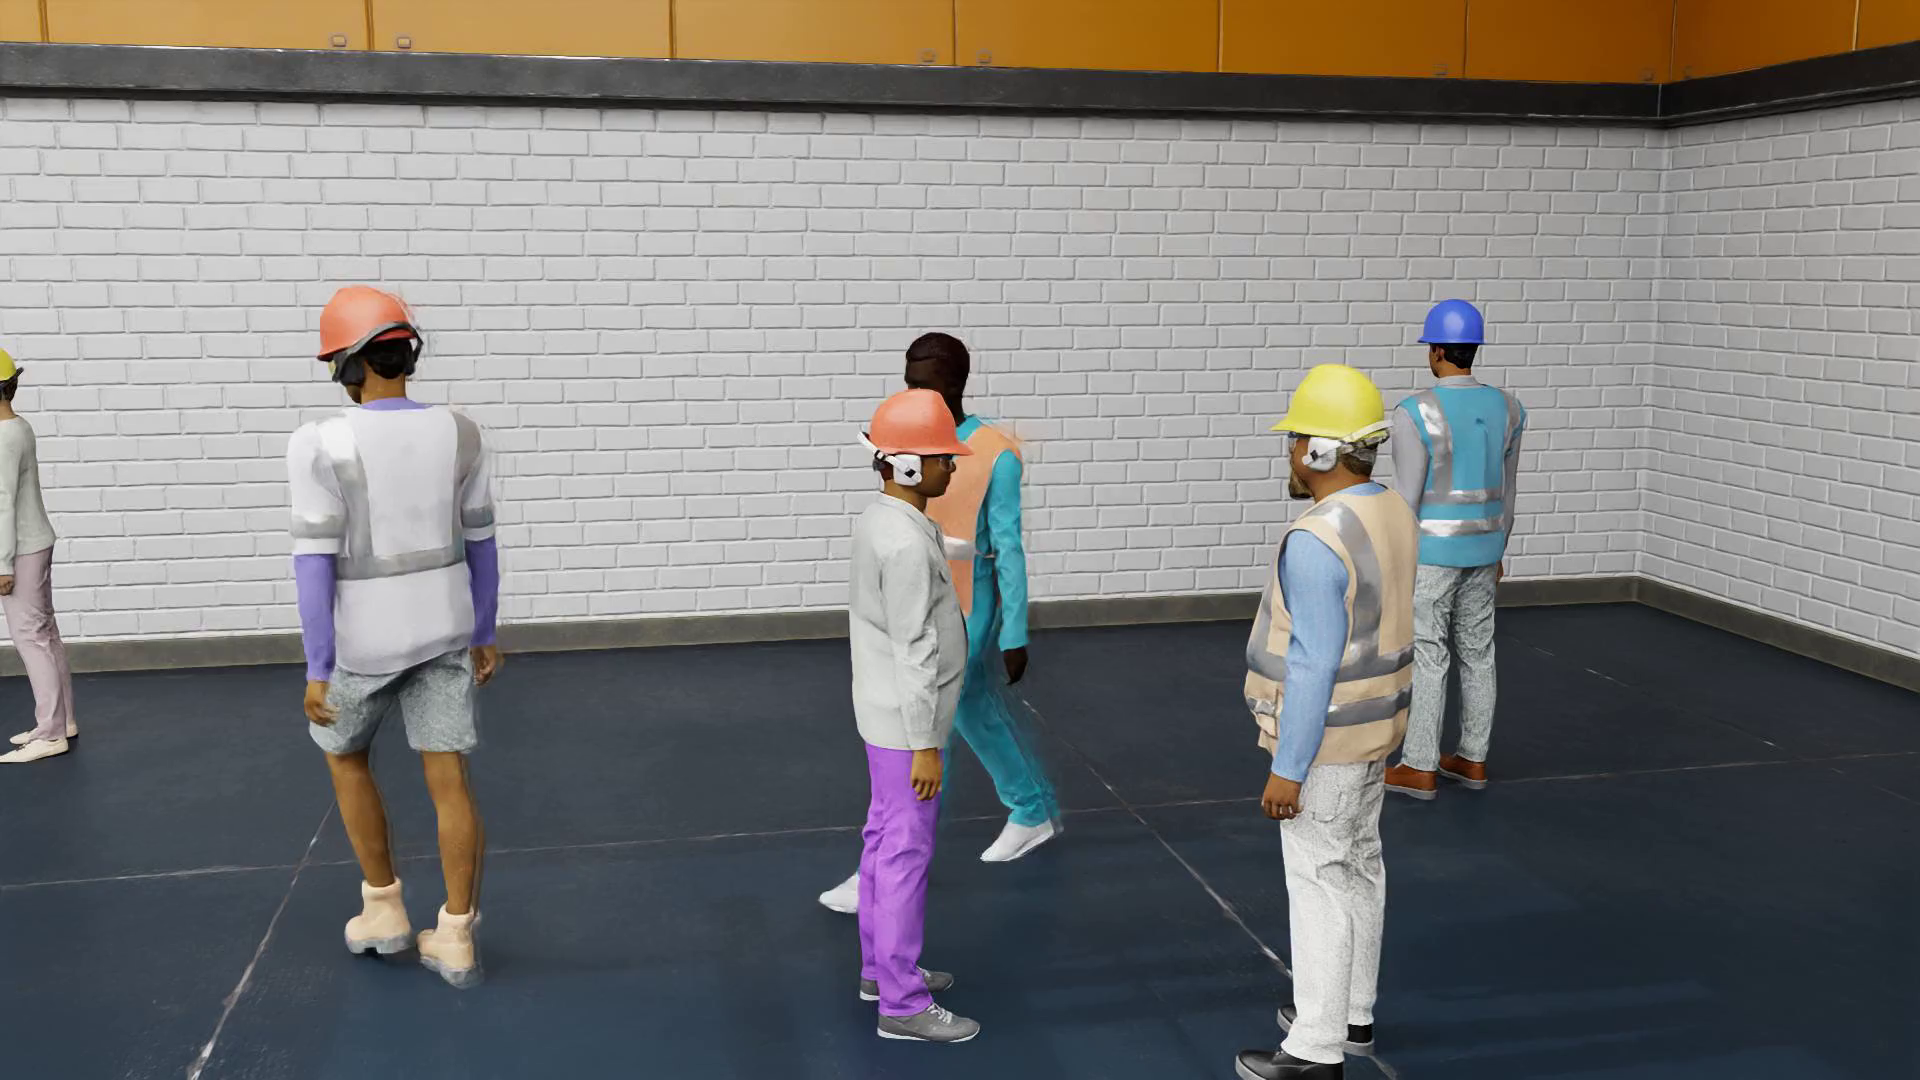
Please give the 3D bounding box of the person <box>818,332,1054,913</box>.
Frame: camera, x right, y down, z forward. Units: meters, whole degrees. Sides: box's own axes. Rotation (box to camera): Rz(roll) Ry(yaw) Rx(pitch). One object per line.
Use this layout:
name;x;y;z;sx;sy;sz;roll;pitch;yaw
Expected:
person;-0.047;0.243;5.549;1.020;1.868;0.611;-7;12;-36

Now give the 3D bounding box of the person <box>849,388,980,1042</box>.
person;-0.127;0.466;4.508;0.329;1.751;0.572;-2;10;-11

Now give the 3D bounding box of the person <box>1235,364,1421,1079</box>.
person;0.922;0.477;4.202;0.404;1.832;0.594;6;11;32

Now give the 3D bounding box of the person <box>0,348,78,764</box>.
person;-4.004;0.054;7.016;0.347;1.762;0.526;-4;10;-21

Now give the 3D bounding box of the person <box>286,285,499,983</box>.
person;-1.662;0.274;4.873;0.642;2.013;0.708;-9;13;-43

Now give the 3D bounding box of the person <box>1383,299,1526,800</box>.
person;1.905;0.041;6.507;0.605;1.948;0.391;-5;10;-26
